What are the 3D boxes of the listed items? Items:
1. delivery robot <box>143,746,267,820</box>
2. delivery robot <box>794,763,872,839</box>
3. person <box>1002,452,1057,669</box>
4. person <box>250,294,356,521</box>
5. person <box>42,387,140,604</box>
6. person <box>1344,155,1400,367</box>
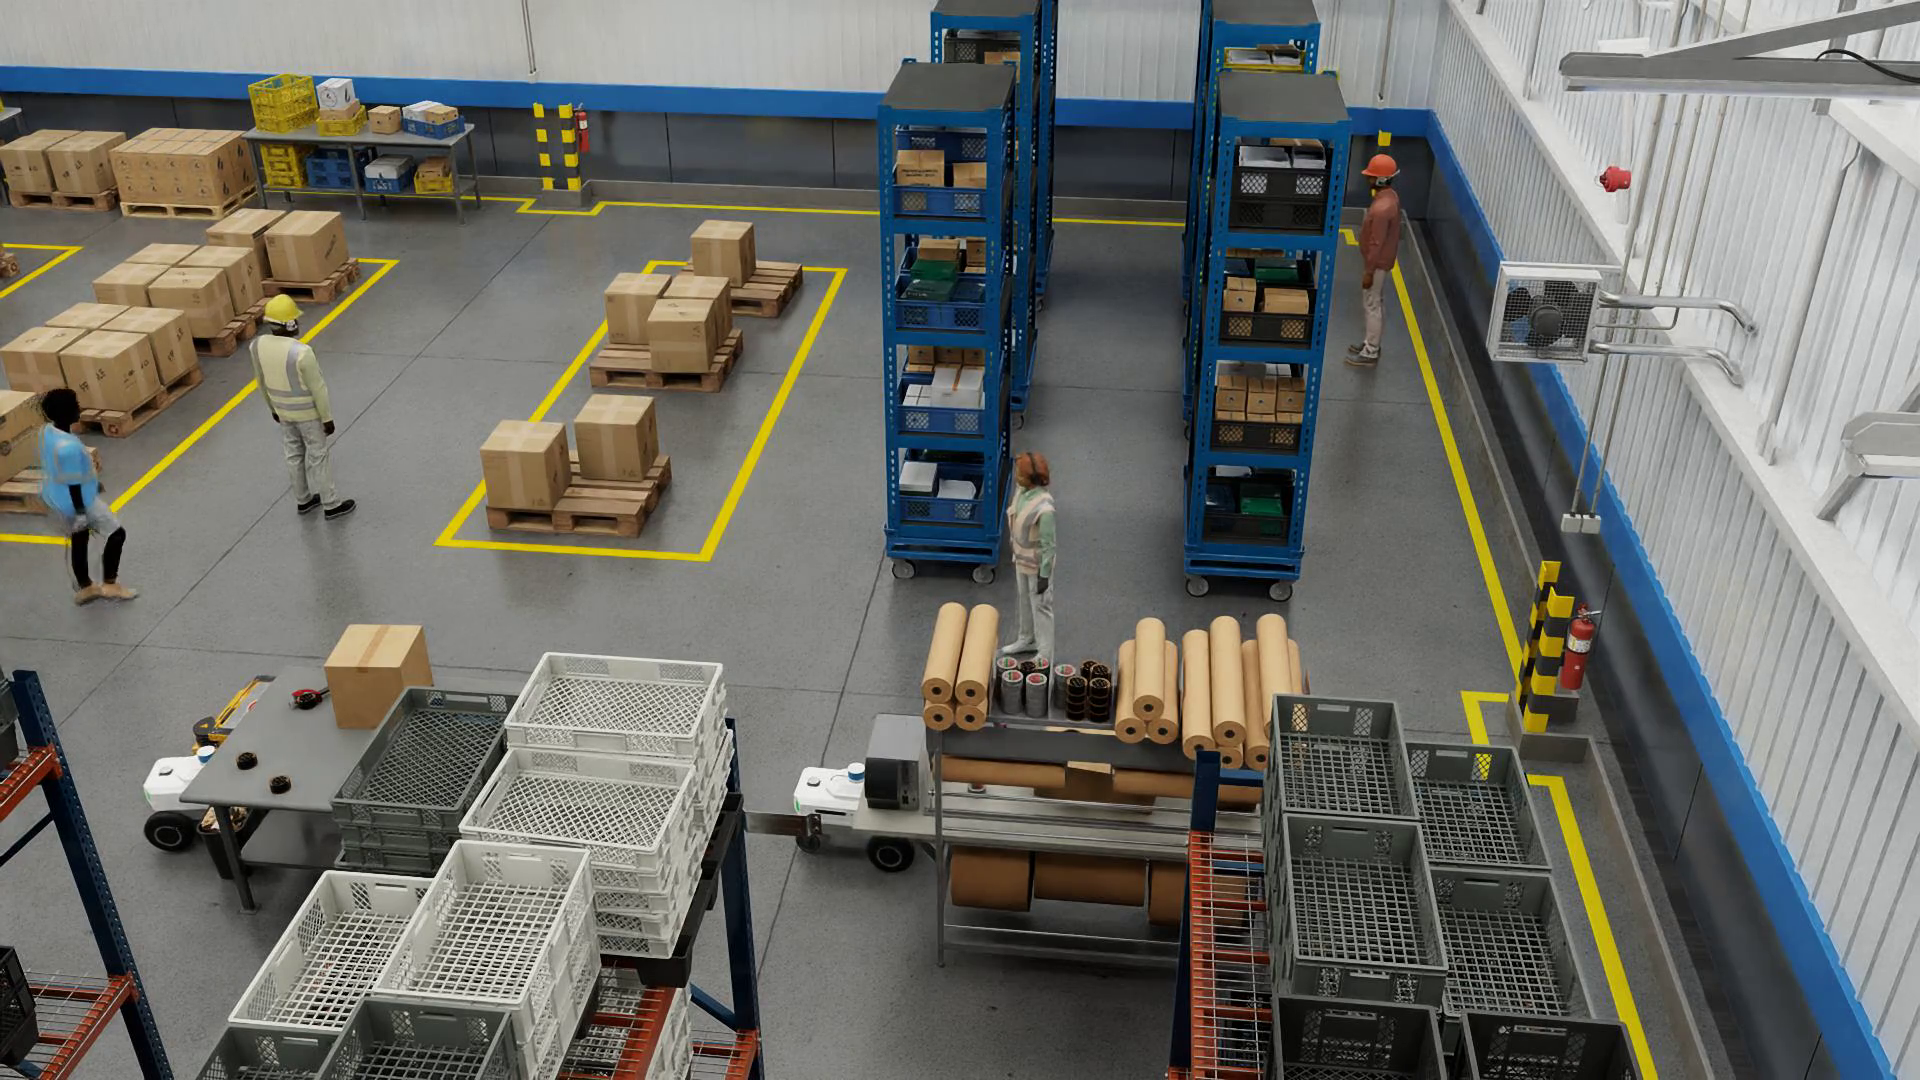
[{"bbox_3d":[-4.392,1.434,9.812,0.707,0.478,0.477,-2,30,-4],"label":"delivery robot"},{"bbox_3d":[-0.597,1.516,9.672,0.707,0.478,0.477,5,31,8],"label":"delivery robot"},{"bbox_3d":[0.478,0.148,11.041,0.311,1.636,0.523,-11,32,-18],"label":"person"},{"bbox_3d":[-5.093,-1.022,12.862,0.601,1.827,0.404,12,32,19],"label":"person"},{"bbox_3d":[-6.191,-0.304,11.771,0.498,1.674,0.548,-24,38,-35],"label":"person"},{"bbox_3d":[3.827,-2.583,15.396,0.405,1.988,0.619,10,32,16],"label":"person"}]
